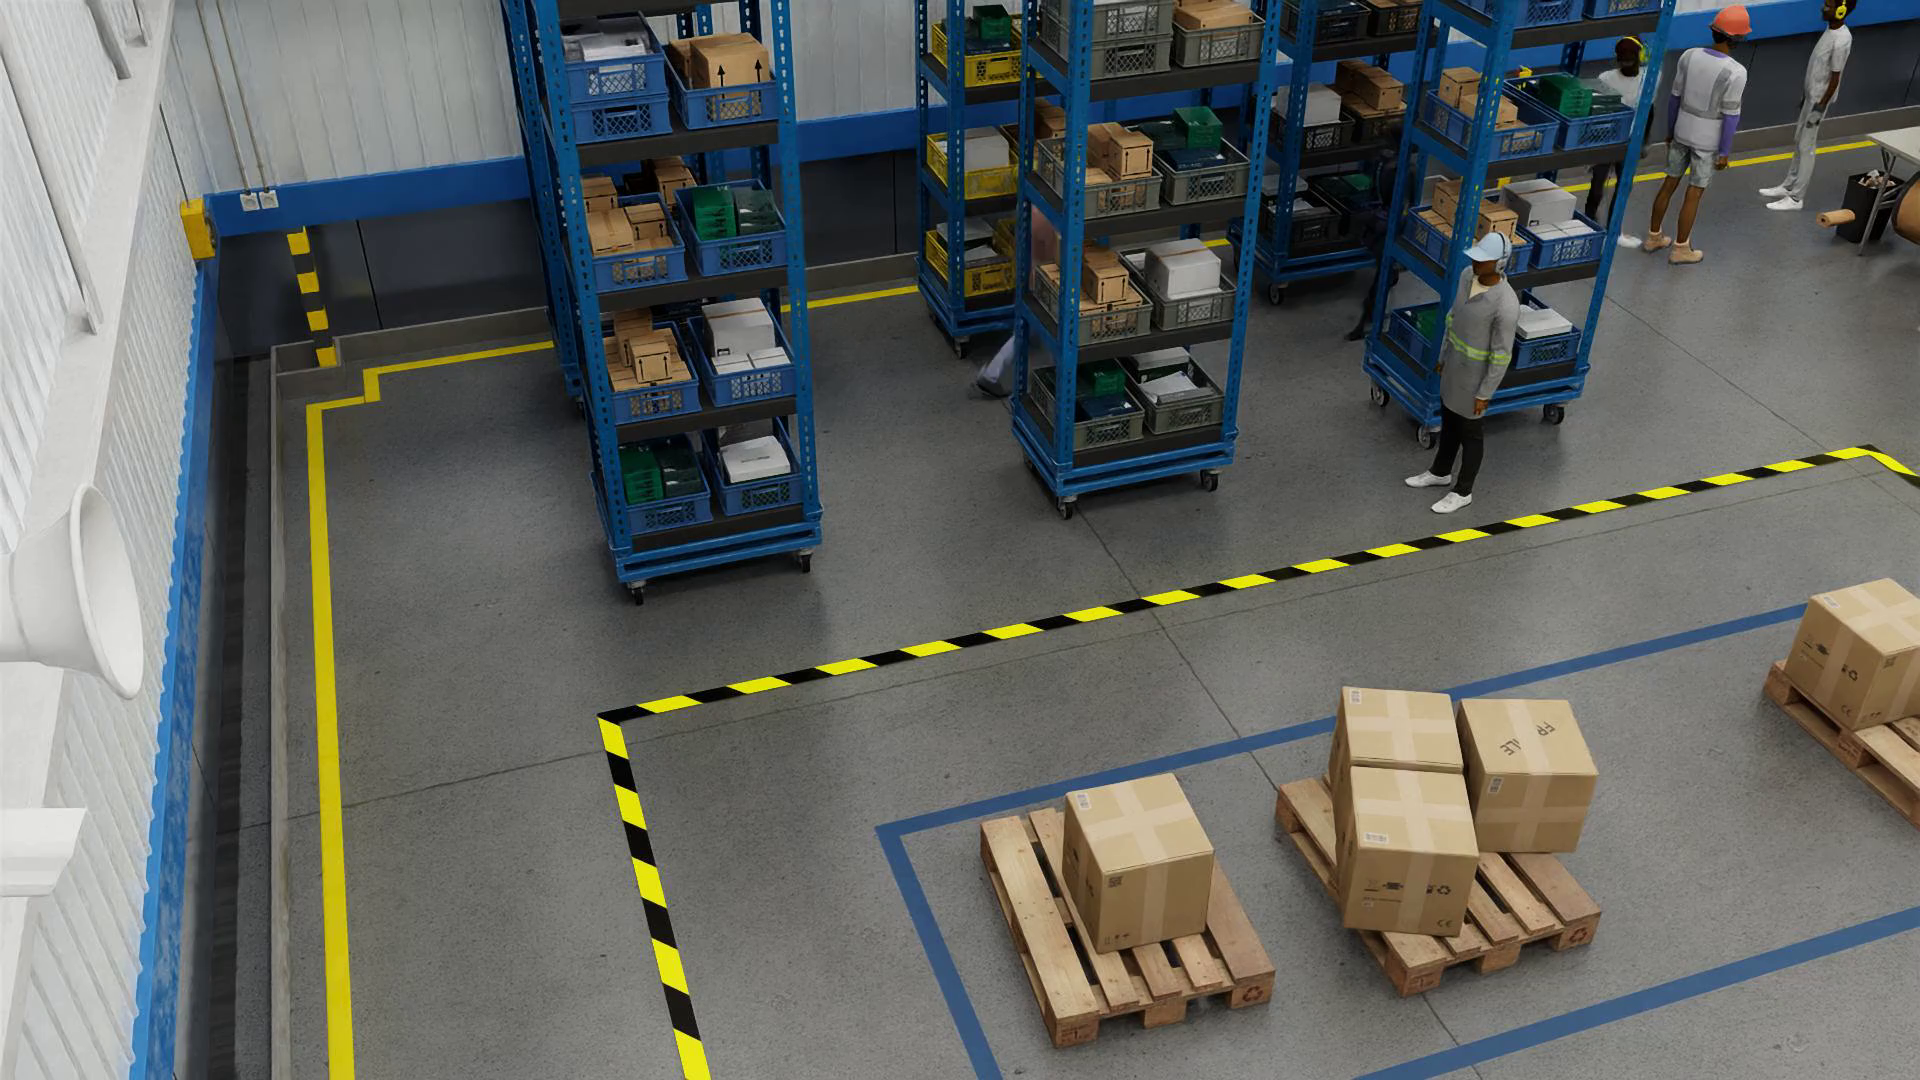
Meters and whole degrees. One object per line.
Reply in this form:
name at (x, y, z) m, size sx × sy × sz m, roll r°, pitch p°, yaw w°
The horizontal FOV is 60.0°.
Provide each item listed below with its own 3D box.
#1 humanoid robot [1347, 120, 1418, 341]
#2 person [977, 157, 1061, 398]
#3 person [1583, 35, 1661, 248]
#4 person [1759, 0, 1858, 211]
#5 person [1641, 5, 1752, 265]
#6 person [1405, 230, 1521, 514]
humanoid robot at (3.116, -2.238, 12.014) m, size 0.557 × 1.639 × 0.596 m, roll -12°, pitch 37°, yaw -16°
person at (0.520, -1.771, 11.302) m, size 0.887 × 1.724 × 0.535 m, roll -10°, pitch 36°, yaw -14°
person at (5.227, -3.097, 13.094) m, size 0.684 × 1.830 × 0.421 m, roll -1°, pitch 35°, yaw -2°
person at (7.104, -3.658, 13.852) m, size 0.336 × 1.872 × 0.516 m, roll 9°, pitch 36°, yaw 12°
person at (5.779, -3.150, 12.985) m, size 0.372 × 2.043 × 0.610 m, roll -18°, pitch 39°, yaw -24°
person at (3.084, -1.025, 10.135) m, size 0.371 × 1.852 × 0.588 m, roll -10°, pitch 36°, yaw -13°
